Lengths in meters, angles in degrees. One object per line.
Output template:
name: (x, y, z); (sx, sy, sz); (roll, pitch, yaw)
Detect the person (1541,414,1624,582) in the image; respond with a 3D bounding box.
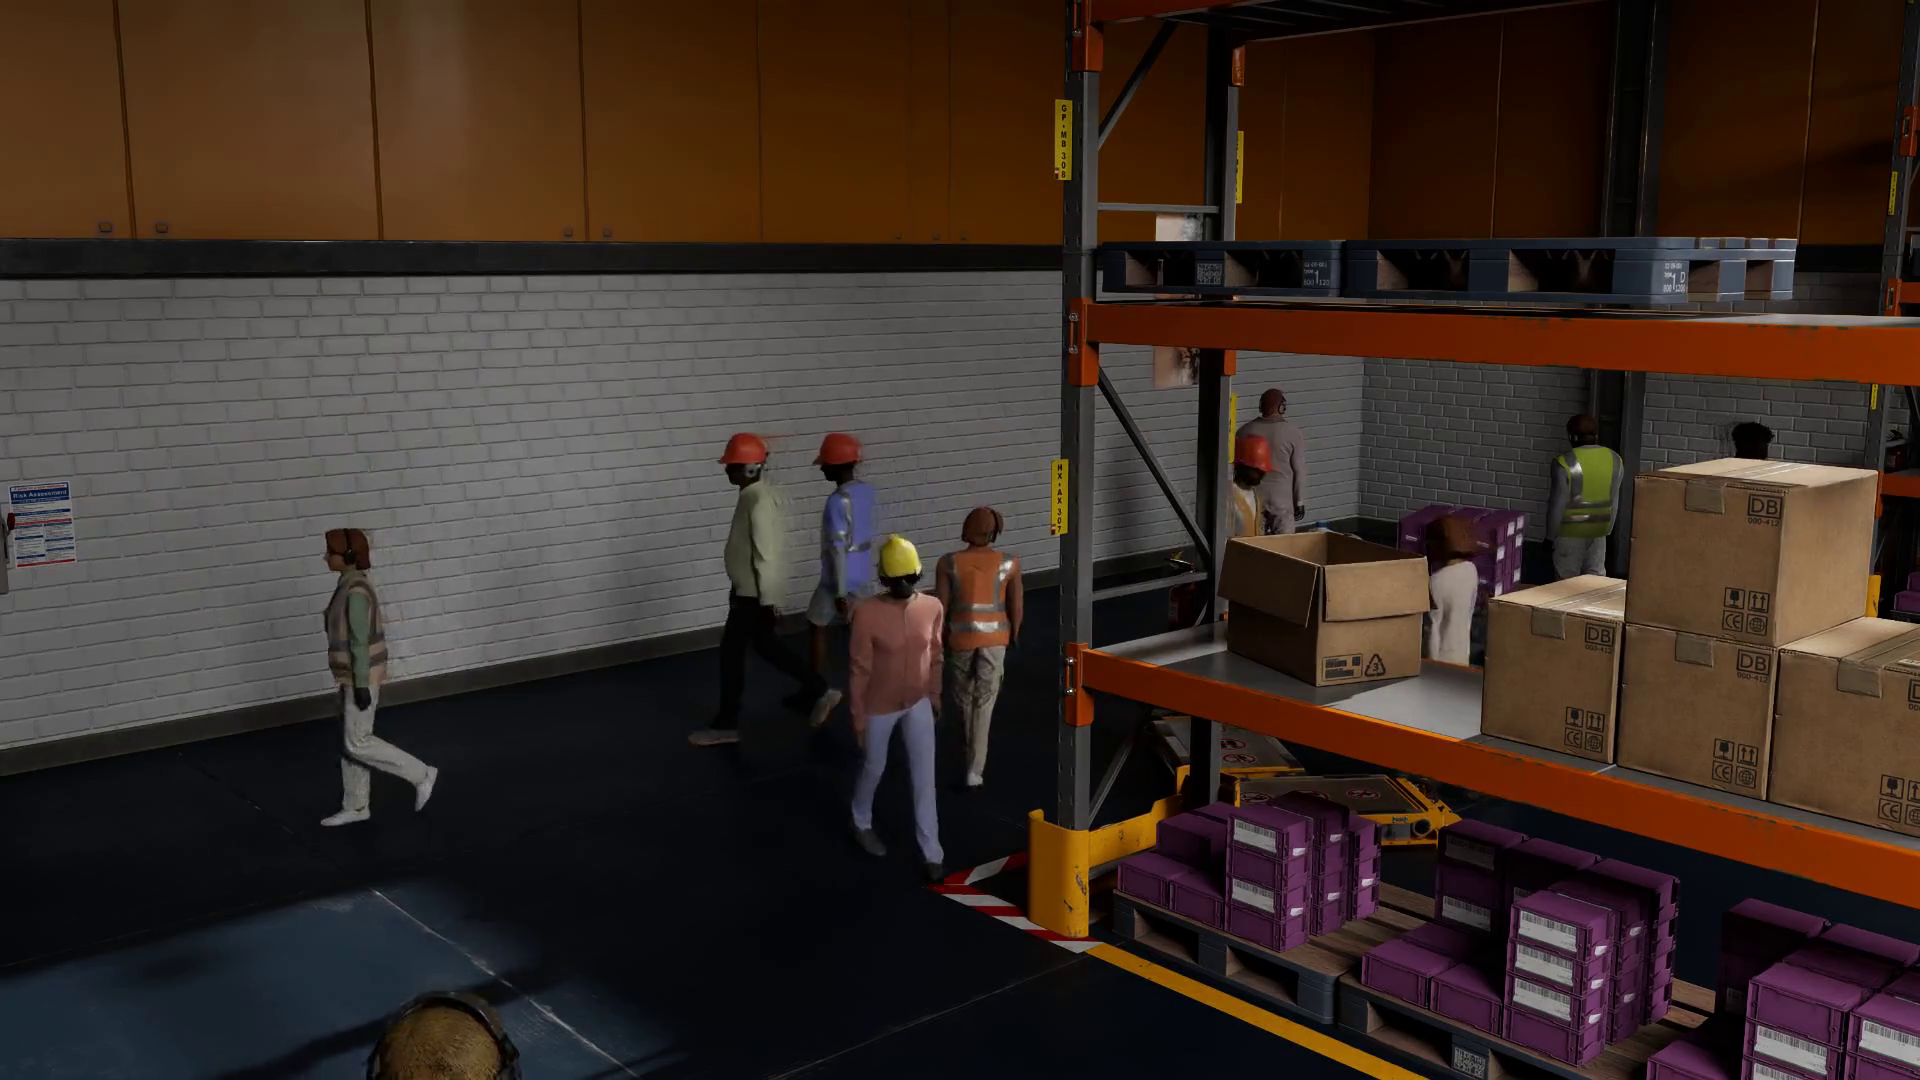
person: (4.751, -0.053, 12.791); (0.621, 1.838, 0.429); (-3, 10, -18)

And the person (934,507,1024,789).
person: (0.107, 0.597, 9.703); (0.519, 1.582, 0.913); (2, 10, 9)

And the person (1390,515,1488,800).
person: (2.725, 0.677, 9.283); (0.510, 1.633, 0.719); (-9, 13, -41)

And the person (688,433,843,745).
person: (-1.213, 0.295, 10.414); (0.924, 1.962, 0.615); (-1, 10, -9)

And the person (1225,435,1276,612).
person: (1.738, 0.236, 10.917); (0.689, 1.902, 0.608); (6, 11, 32)

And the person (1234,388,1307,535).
person: (2.690, -0.358, 14.377); (0.641, 1.905, 0.410); (5, 11, 29)

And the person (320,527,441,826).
person: (-3.122, 0.726, 8.831); (0.539, 1.628, 0.515); (-4, 11, -23)

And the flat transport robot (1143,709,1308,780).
flat transport robot: (1.527, 1.257, 9.693); (0.652, 0.197, 1.431); (-1, 10, -5)

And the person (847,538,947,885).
person: (-0.303, 0.808, 8.126); (0.578, 1.697, 0.932); (-5, 11, -28)

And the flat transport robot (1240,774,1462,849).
flat transport robot: (1.893, 1.426, 8.702); (1.431, 0.197, 0.652); (-1, 10, -5)

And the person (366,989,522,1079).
person: (-0.771, 1.629, 2.777); (0.641, 1.883, 1.027); (2, 10, 10)

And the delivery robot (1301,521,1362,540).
delivery robot: (3.378, 0.062, 15.588); (0.707, 0.478, 0.477); (-1, 10, -5)

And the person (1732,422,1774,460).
person: (5.391, 0.113, 11.635); (1.037, 1.904, 0.609); (7, 12, 36)

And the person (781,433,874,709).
person: (-0.738, 0.227, 10.994); (0.906, 1.890, 0.547); (5, 11, 27)
